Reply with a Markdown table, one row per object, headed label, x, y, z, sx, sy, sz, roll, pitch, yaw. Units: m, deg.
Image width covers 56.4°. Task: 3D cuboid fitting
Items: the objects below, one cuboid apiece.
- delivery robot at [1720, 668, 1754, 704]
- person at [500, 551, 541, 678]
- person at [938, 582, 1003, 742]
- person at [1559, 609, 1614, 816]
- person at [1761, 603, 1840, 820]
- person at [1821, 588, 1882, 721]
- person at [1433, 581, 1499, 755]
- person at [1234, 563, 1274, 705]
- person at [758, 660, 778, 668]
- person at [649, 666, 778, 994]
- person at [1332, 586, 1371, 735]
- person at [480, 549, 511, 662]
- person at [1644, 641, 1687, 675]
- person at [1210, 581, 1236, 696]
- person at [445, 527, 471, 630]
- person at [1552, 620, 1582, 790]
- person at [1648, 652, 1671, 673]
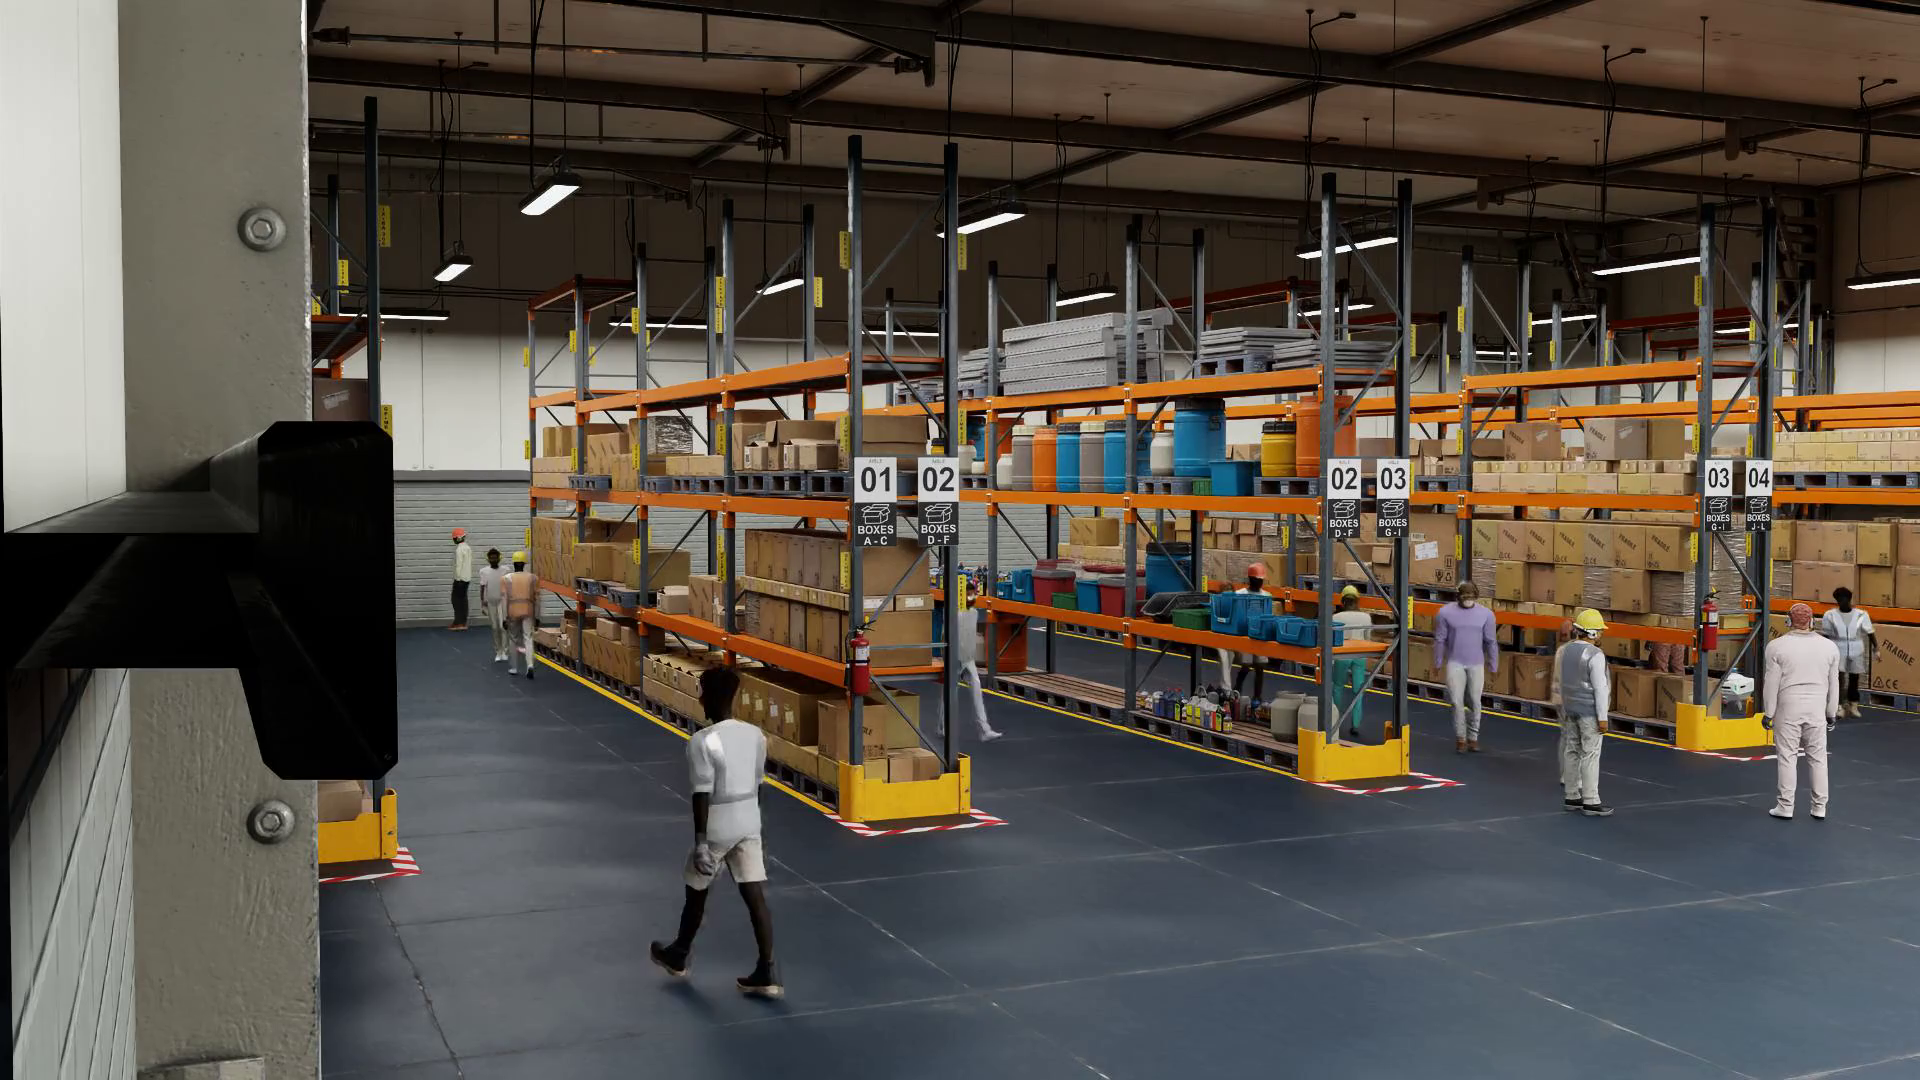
| label | x | y | z | sx | sy | sz | roll | pitch | yaw |
| --- | --- | --- | --- | --- | --- | --- | --- | --- | --- |
| delivery robot | 9.886 | 1.882 | 22.906 | 0.477 | 0.478 | 0.707 | 2 | 3 | 43 |
| person | -6.562 | 1.105 | 26.825 | 0.600 | 1.890 | 0.947 | -1 | 2 | -25 |
| person | 0.064 | 1.385 | 20.354 | 0.535 | 1.812 | 0.998 | -2 | 3 | -45 |
| person | 5.649 | 1.537 | 16.126 | 0.404 | 1.830 | 0.600 | -1 | 2 | -15 |
| person | 7.417 | 1.512 | 15.845 | 0.652 | 1.906 | 0.403 | 0 | 2 | 3 |
| person | 10.994 | 1.403 | 22.110 | 0.654 | 1.632 | 0.846 | 1 | 2 | 19 |
| person | 5.507 | 1.385 | 19.478 | 0.683 | 1.877 | 0.852 | 0 | 2 | 13 |
| person | 3.694 | 1.241 | 22.630 | 0.571 | 1.925 | 0.557 | -1 | 2 | -16 |
| person | -2.963 | 1.062 | 27.181 | 0.551 | 1.936 | 0.356 | -2 | 3 | -38 |
| person | -1.442 | 1.707 | 10.666 | 1.023 | 1.904 | 0.627 | 2 | 3 | 41 |
| person | 4.573 | 1.403 | 21.111 | 0.518 | 1.715 | 0.929 | 0 | 2 | 2 |
| person | -7.422 | 1.057 | 28.703 | 0.529 | 1.825 | 0.893 | 0 | 2 | -8 |
| person | 9.053 | 1.239 | 22.976 | 0.652 | 1.906 | 0.403 | -1 | 2 | -19 |
| person | 3.630 | 1.346 | 24.204 | 0.514 | 1.585 | 0.851 | 0 | 2 | -11 |
| person | -9.697 | 0.751 | 34.740 | 0.439 | 1.989 | 0.633 | 0 | 2 | 6 |
| person | 5.931 | 1.589 | 17.384 | 0.365 | 1.629 | 0.547 | 0 | 2 | 6 |
| person | 9.722 | 1.164 | 24.754 | 0.592 | 1.920 | 0.392 | -1 | 2 | -28 |
